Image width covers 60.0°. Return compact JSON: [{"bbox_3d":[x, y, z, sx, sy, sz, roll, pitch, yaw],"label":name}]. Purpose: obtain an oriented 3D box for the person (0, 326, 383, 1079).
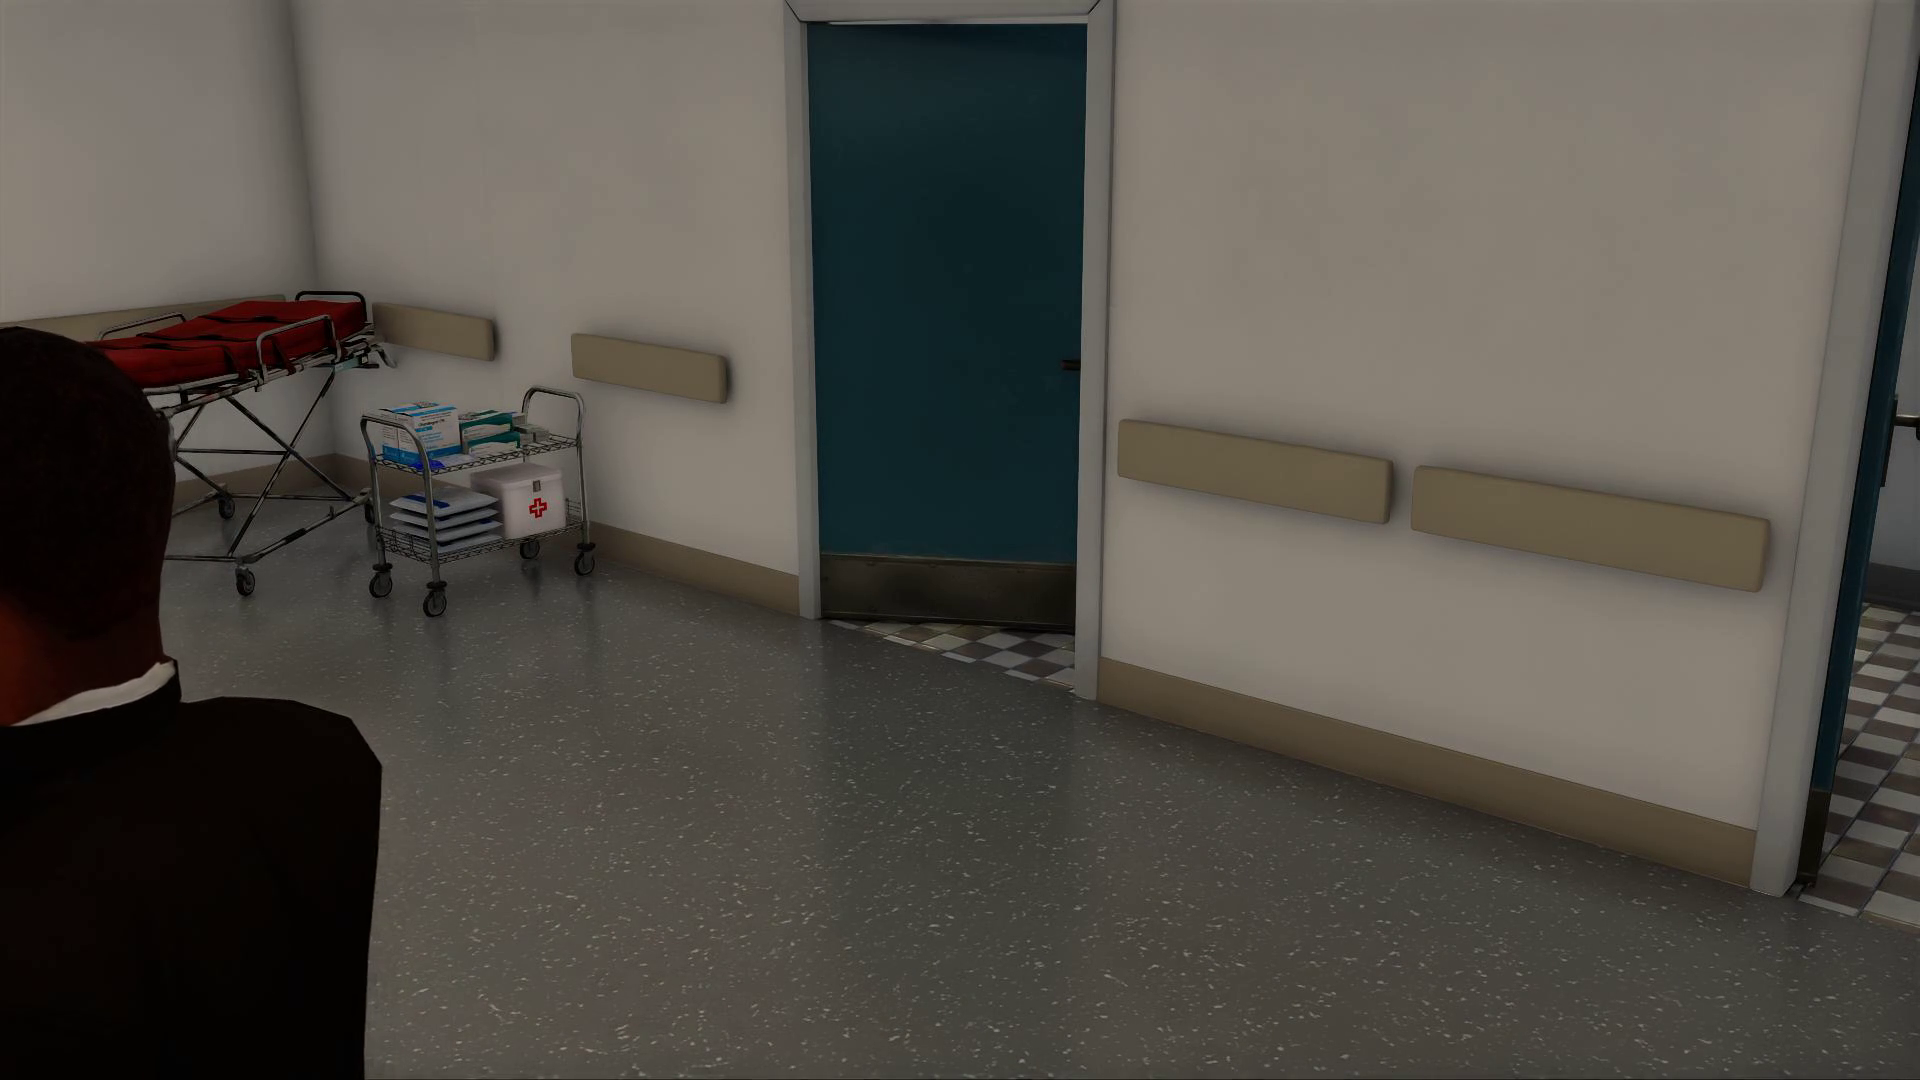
[{"bbox_3d":[-0.563,0.787,1.258,0.836,1.904,0.794,0,16,-1],"label":"person"}]
